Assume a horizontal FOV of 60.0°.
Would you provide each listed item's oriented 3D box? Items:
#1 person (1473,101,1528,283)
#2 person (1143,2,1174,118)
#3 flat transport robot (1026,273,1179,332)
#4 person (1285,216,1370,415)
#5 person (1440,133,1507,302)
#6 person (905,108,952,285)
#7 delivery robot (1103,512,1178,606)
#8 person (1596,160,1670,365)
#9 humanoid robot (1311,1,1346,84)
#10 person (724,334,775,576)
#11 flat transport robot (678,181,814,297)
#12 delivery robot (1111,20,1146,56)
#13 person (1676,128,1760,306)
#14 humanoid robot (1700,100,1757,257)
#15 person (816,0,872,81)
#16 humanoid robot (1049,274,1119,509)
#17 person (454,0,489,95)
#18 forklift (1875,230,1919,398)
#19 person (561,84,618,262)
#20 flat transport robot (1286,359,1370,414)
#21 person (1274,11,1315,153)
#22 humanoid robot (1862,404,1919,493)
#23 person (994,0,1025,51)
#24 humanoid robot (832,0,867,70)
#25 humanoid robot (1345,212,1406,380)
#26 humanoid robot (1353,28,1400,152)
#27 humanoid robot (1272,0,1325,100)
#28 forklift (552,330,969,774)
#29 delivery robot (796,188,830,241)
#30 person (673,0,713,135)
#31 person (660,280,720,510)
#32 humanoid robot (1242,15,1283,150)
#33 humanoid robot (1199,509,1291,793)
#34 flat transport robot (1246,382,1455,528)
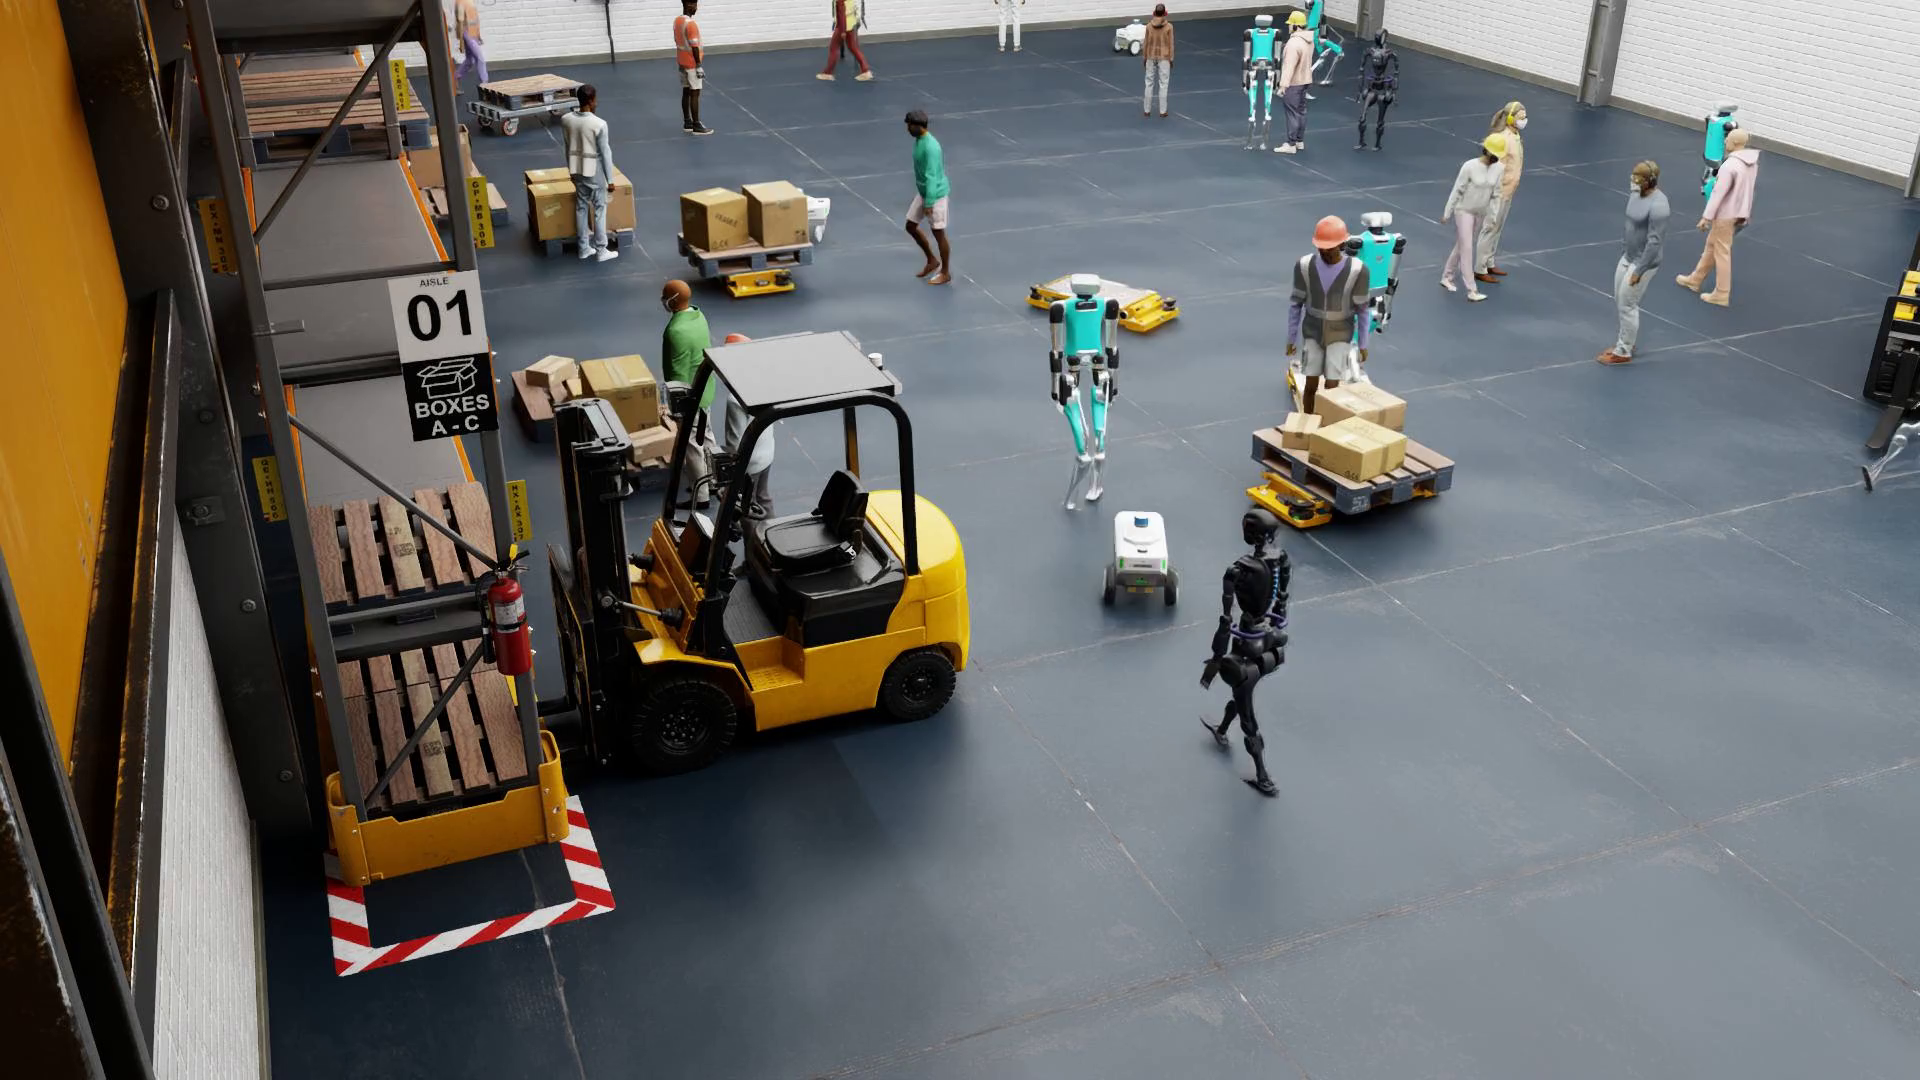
[{"bbox_3d":[5.670,-3.666,17.494,0.391,1.875,0.564,16,31,29],"label":"person"},{"bbox_3d":[2.912,-7.059,24.495,0.462,1.648,0.327,8,28,15],"label":"person"},{"bbox_3d":[1.431,-2.404,16.770,1.431,0.231,0.659,20,33,34],"label":"flat transport robot"},{"bbox_3d":[2.926,-1.615,13.261,0.662,2.014,0.525,13,29,23],"label":"person"},{"bbox_3d":[5.252,-3.283,16.914,0.586,1.695,0.890,-11,29,-21],"label":"person"},{"bbox_3d":[-0.315,-3.573,17.367,0.470,1.821,0.610,-10,28,-20],"label":"person"},{"bbox_3d":[1.240,0.114,11.464,0.499,0.614,0.815,1,27,3],"label":"delivery robot"},{"bbox_3d":[6.166,-2.517,15.169,0.407,1.921,0.645,0,27,0],"label":"person"},{"bbox_3d":[5.813,-8.060,26.372,0.898,1.741,0.551,-7,28,-13],"label":"humanoid robot"},{"bbox_3d":[-1.473,-0.589,11.523,0.348,1.738,0.572,8,28,16],"label":"person"},{"bbox_3d":[-2.295,-2.909,17.774,0.659,0.231,1.431,-11,29,-21],"label":"flat transport robot"},{"bbox_3d":[3.071,-8.821,29.223,0.773,0.602,0.522,-20,33,-34],"label":"delivery robot"},{"bbox_3d":[7.686,-3.318,16.927,0.571,1.752,0.779,-19,32,-33],"label":"person"},{"bbox_3d":[8.361,-3.817,18.066,0.724,1.897,0.554,-2,27,-3],"label":"humanoid robot"},{"bbox_3d":[-1.863,-8.296,26.871,0.934,1.724,0.487,8,28,15],"label":"person"},{"bbox_3d":[0.964,-1.034,12.423,0.540,1.799,0.725,-4,27,-8],"label":"humanoid robot"},{"bbox_3d":[-7.627,-7.762,25.707,0.865,1.818,0.580,1,27,1],"label":"person"},{"bbox_3d":[9.029,-2.397,14.618,1.214,2.155,2.313,18,32,32],"label":"forklift"},{"bbox_3d":[-4.023,-3.973,18.073,0.596,1.908,0.401,12,29,23],"label":"person"},{"bbox_3d":[3.239,-1.217,14.408,0.659,0.231,1.431,2,27,3],"label":"flat transport robot"},{"bbox_3d":[4.562,-6.209,22.574,0.443,1.858,0.796,15,31,28],"label":"person"},{"bbox_3d":[7.367,-1.067,12.494,0.972,1.763,0.547,11,29,21],"label":"humanoid robot"},{"bbox_3d":[0.875,-9.564,29.213,0.573,1.884,0.356,2,27,4],"label":"person"},{"bbox_3d":[-1.865,-8.773,27.925,0.599,1.637,0.751,-5,27,-10],"label":"humanoid robot"},{"bbox_3d":[3.380,-2.007,14.277,0.550,1.752,0.678,-7,28,-14],"label":"humanoid robot"},{"bbox_3d":[5.666,-6.087,22.536,0.612,1.645,0.488,17,32,31],"label":"humanoid robot"},{"bbox_3d":[5.104,-7.677,25.654,0.973,1.773,0.540,17,31,30],"label":"humanoid robot"},{"bbox_3d":[-1.094,0.010,9.831,2.313,2.155,1.214,-10,28,-20],"label":"forklift"},{"bbox_3d":[-1.885,-3.719,19.086,0.784,0.612,0.520,-1,27,-1],"label":"delivery robot"},{"bbox_3d":[-3.797,-6.737,23.510,0.377,1.958,0.602,-16,31,-29],"label":"person"},{"bbox_3d":[-2.026,-1.091,12.486,0.388,1.776,0.545,5,27,9],"label":"person"},{"bbox_3d":[4.104,-6.183,22.679,0.542,1.813,0.692,3,27,5],"label":"humanoid robot"},{"bbox_3d":[1.572,0.584,9.296,0.615,1.631,0.735,-21,33,-35],"label":"humanoid robot"},{"bbox_3d":[2.990,-0.423,12.829,1.431,0.231,0.659,-13,30,-25],"label":"flat transport robot"}]
